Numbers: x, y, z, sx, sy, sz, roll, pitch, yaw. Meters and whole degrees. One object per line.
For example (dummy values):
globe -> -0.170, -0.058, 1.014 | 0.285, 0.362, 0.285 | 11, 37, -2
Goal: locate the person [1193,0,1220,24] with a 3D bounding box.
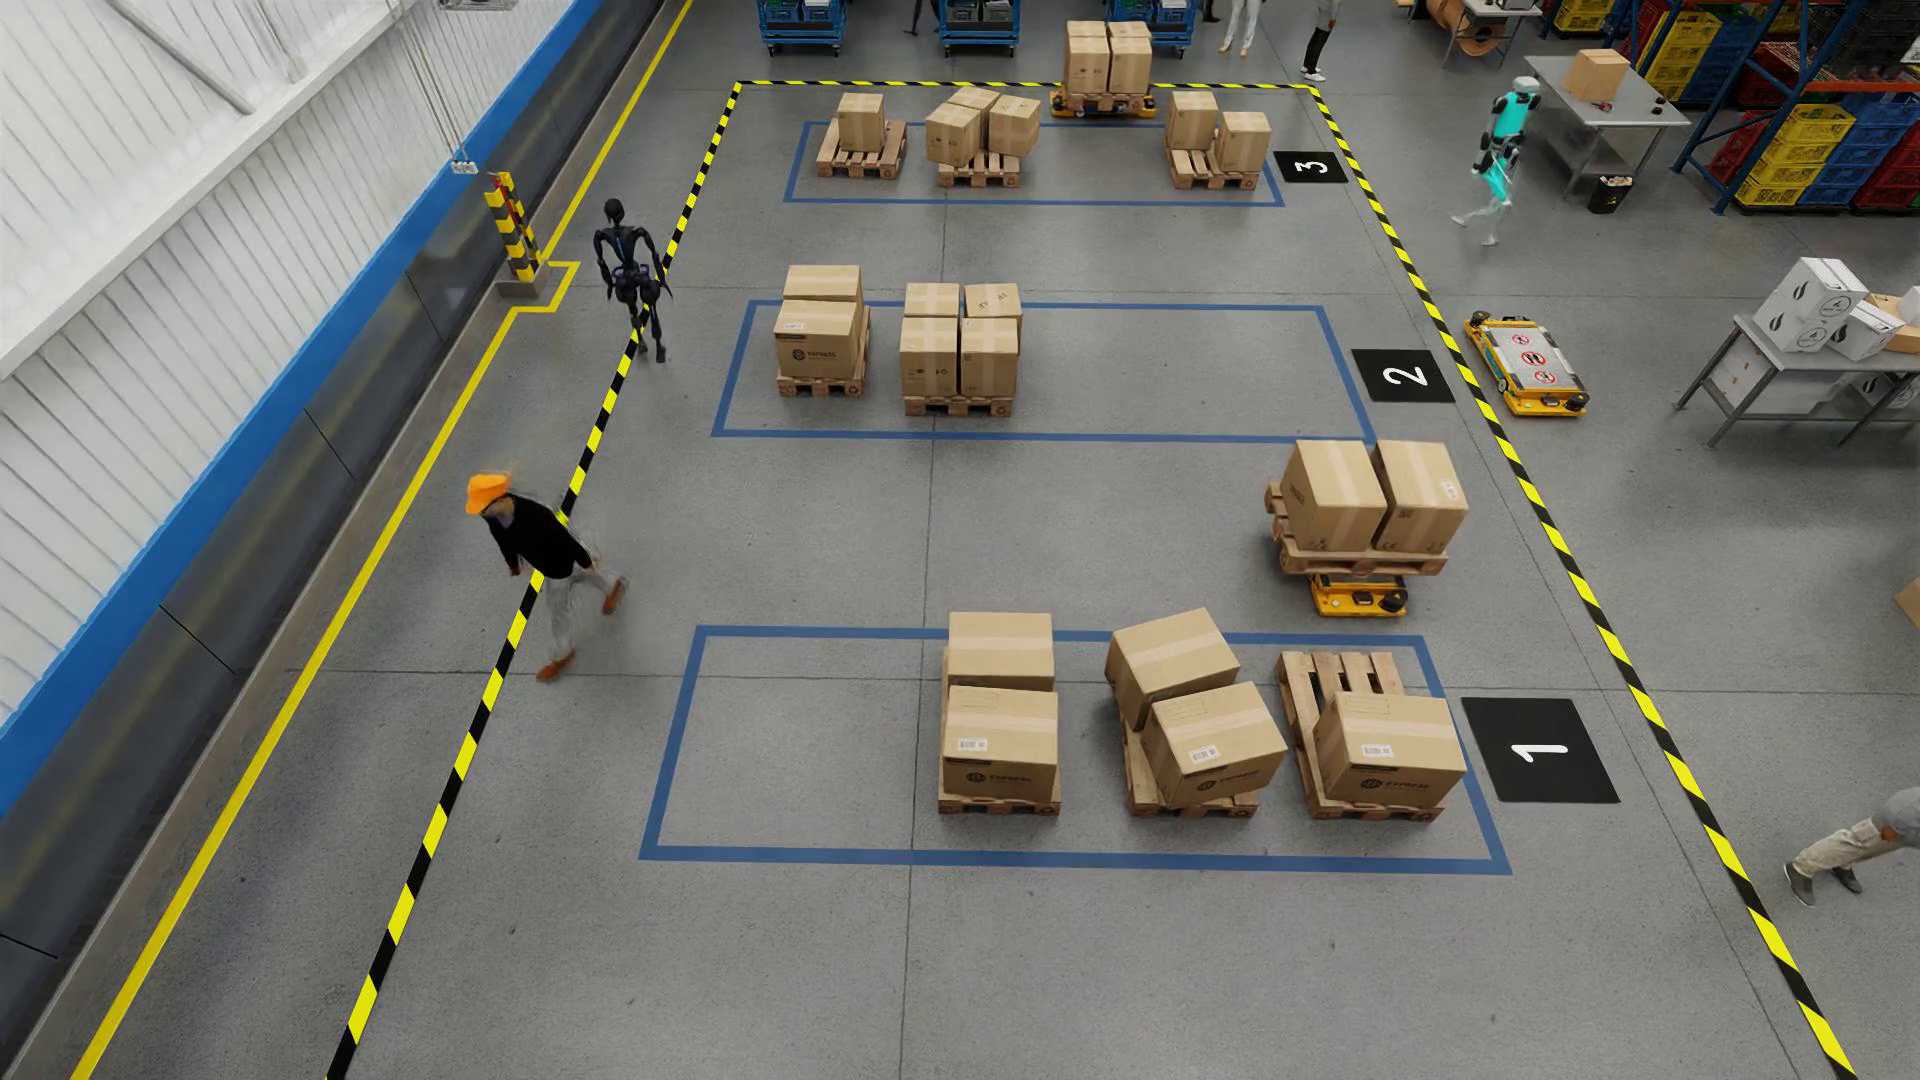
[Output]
person -> 4.099, -9.147, 14.337 | 0.427, 1.953, 0.601 | -5, 49, -4

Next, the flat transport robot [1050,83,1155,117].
flat transport robot -> 1.995, -6.203, 12.884 | 1.431, 0.197, 0.652 | 1, 49, 1

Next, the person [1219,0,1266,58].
person -> 4.287, -8.165, 13.561 | 0.625, 1.840, 0.430 | 28, 55, 22

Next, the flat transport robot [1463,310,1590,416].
flat transport robot -> 5.573, -1.757, 9.054 | 0.659, 0.231, 1.431 | 1, 49, 1

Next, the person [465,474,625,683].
person -> -2.876, 0.127, 6.397 | 0.596, 1.824, 1.011 | 21, 52, 18

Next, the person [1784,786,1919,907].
person -> 5.474, 1.577, 5.178 | 0.564, 1.763, 0.402 | -8, 50, -7

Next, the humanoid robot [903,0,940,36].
humanoid robot -> -0.537, -8.649, 14.116 | 0.775, 1.626, 0.599 | -28, 55, -22

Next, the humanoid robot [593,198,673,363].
humanoid robot -> -3.088, -2.453, 8.723 | 0.616, 1.645, 0.368 | -7, 49, -6

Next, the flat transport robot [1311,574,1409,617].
flat transport robot -> 3.133, -0.001, 7.516 | 0.652, 0.197, 1.431 | 1, 49, 1

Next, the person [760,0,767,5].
person -> -3.244, -9.832, 14.949 | 0.370, 1.932, 0.620 | 2, 49, 2

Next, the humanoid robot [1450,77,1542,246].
humanoid robot -> 6.059, -4.060, 10.128 | 0.535, 1.783, 1.057 | -12, 50, -10

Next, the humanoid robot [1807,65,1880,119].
humanoid robot -> 11.349, -5.753, 11.627 | 0.793, 1.646, 0.601 | 4, 49, 3

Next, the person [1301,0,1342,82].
person -> 5.283, -7.542, 13.014 | 0.392, 1.850, 0.598 | 3, 49, 2
